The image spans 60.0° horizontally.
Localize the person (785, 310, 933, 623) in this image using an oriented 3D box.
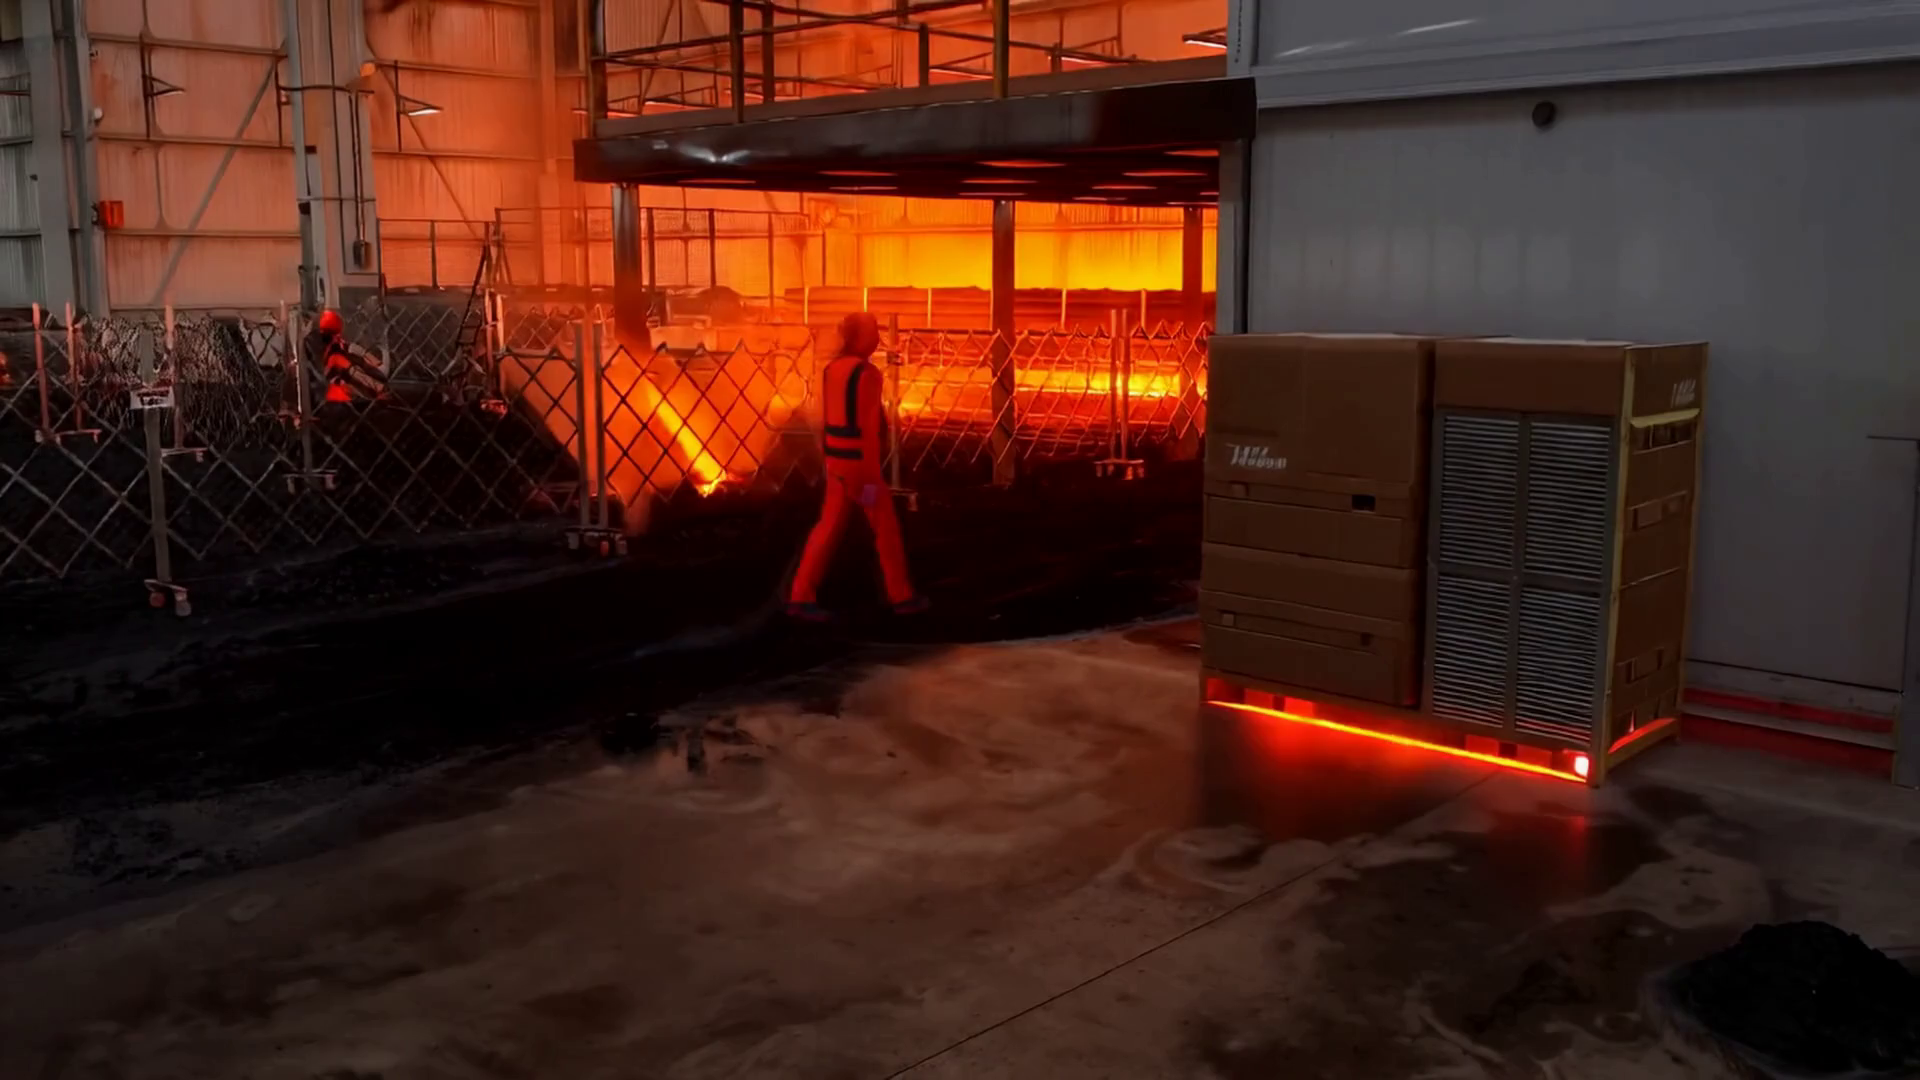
[{"bbox_3d":[-0.631,-0.425,9.763,0.976,1.838,0.593,-7,11,-35],"label":"person"}]
